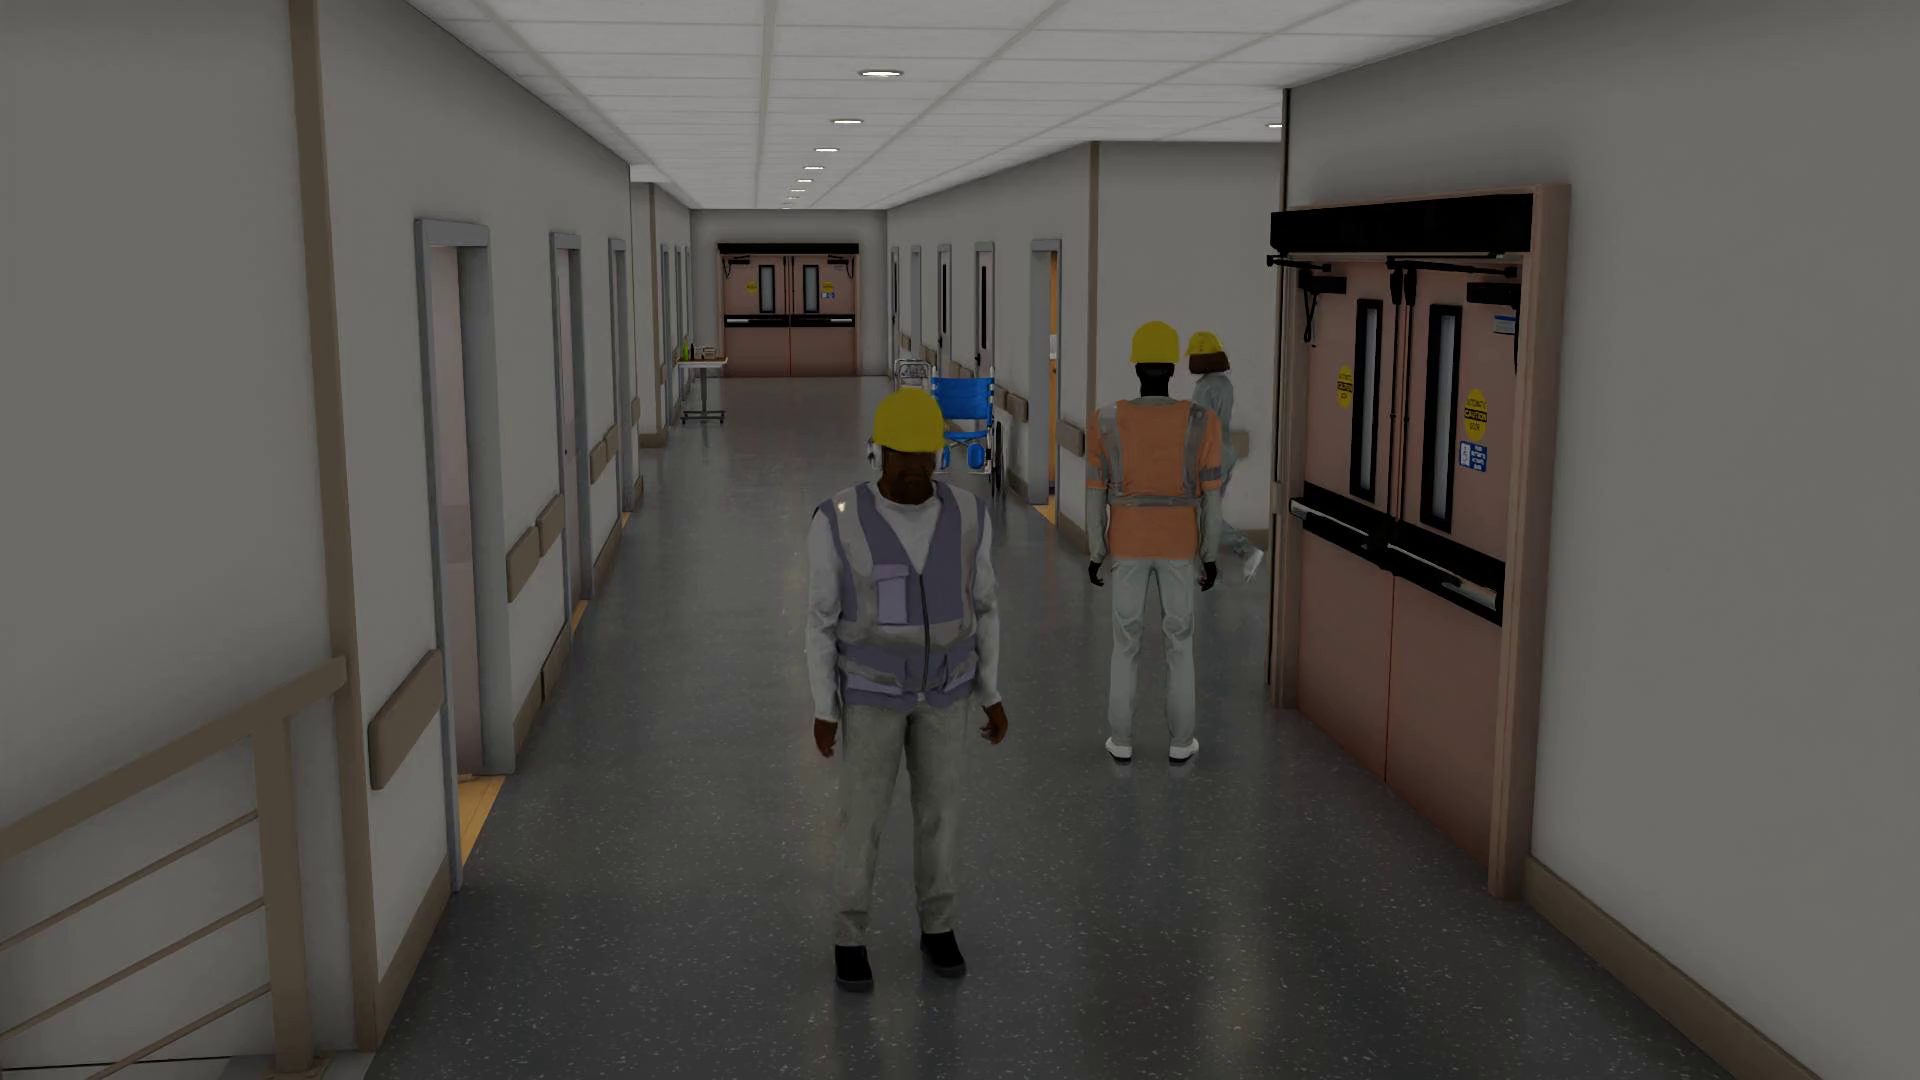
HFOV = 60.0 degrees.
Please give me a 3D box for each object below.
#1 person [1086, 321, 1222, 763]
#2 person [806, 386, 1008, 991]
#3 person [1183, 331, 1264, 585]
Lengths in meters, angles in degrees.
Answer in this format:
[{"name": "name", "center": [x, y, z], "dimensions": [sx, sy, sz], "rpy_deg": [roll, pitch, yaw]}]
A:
[{"name": "person", "center": [0.839, 0.019, 7.248], "dimensions": [0.588, 1.930, 0.363], "rpy_deg": [1, 10, 6]}, {"name": "person", "center": [-0.164, 0.442, 5.077], "dimensions": [0.602, 1.829, 0.403], "rpy_deg": [-4, 10, -20]}, {"name": "person", "center": [1.738, -0.517, 10.983], "dimensions": [0.580, 1.720, 0.511], "rpy_deg": [6, 12, 32]}]
